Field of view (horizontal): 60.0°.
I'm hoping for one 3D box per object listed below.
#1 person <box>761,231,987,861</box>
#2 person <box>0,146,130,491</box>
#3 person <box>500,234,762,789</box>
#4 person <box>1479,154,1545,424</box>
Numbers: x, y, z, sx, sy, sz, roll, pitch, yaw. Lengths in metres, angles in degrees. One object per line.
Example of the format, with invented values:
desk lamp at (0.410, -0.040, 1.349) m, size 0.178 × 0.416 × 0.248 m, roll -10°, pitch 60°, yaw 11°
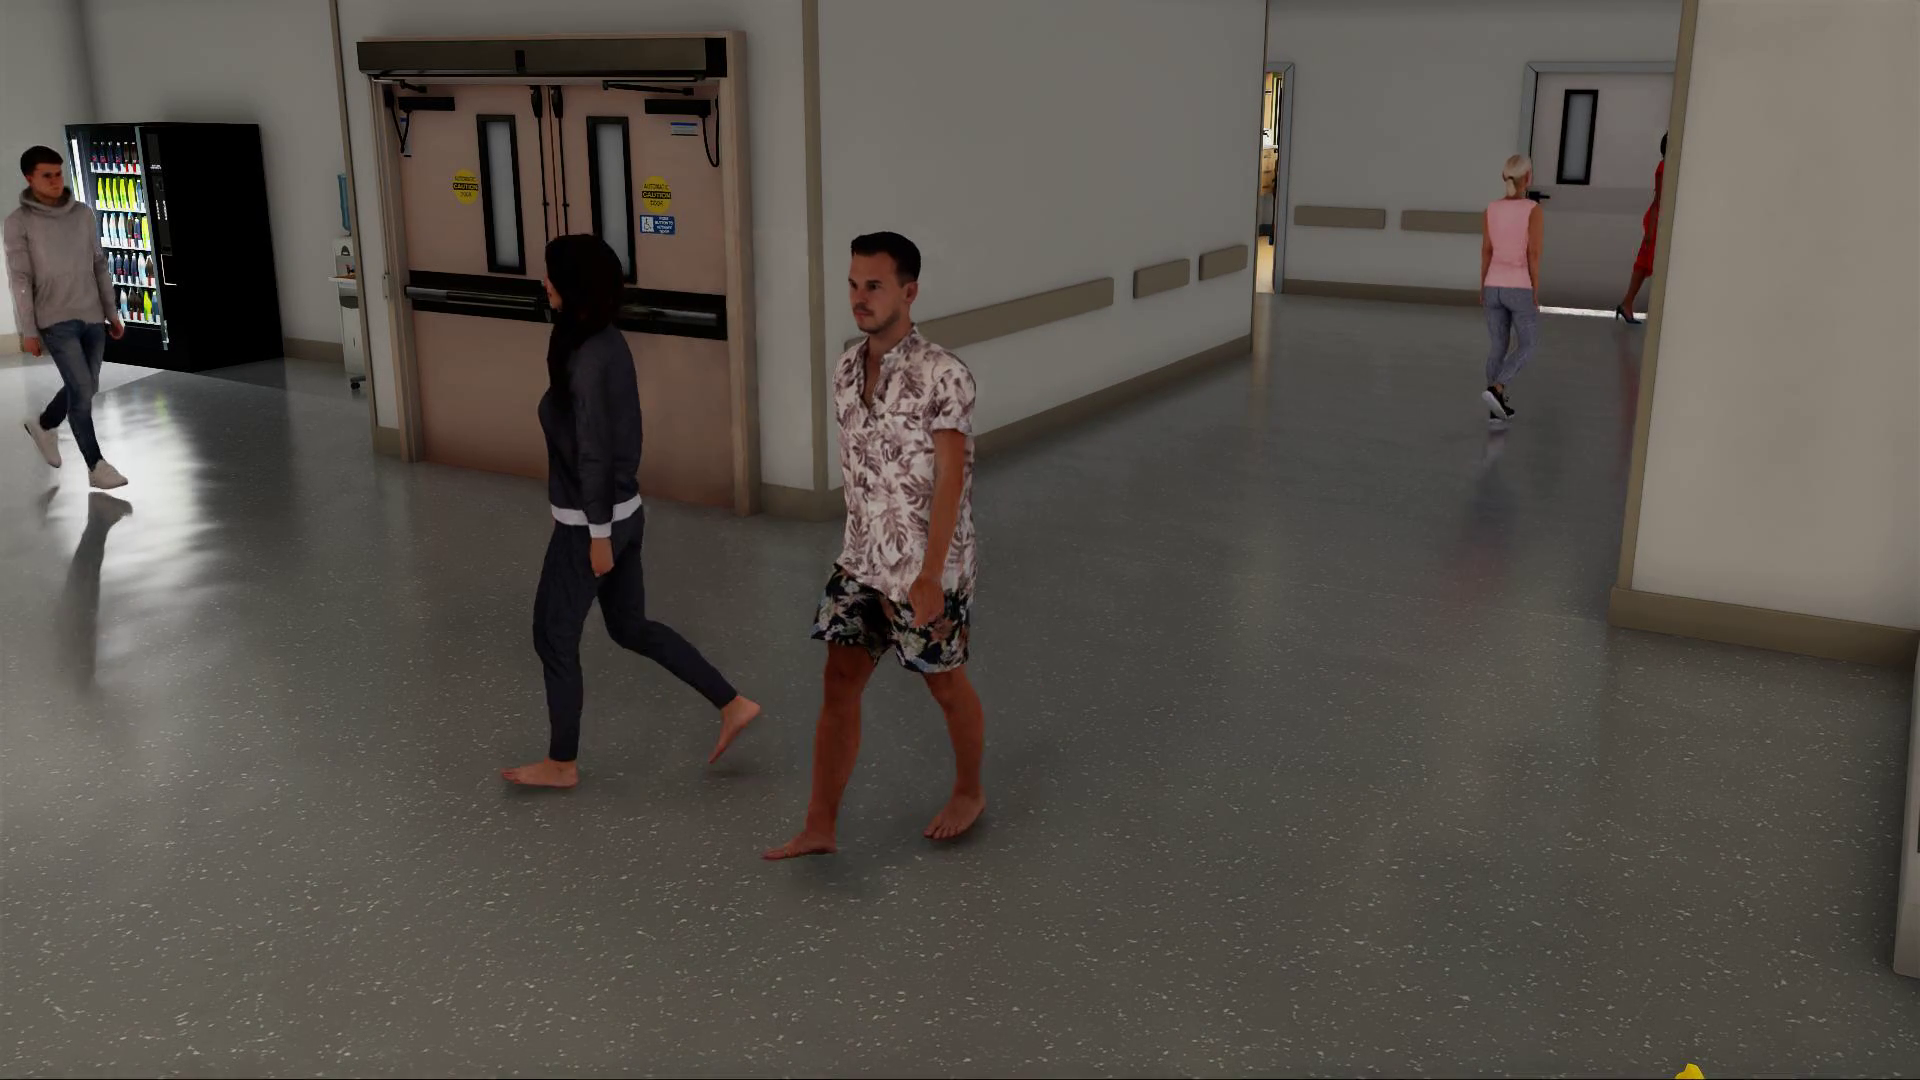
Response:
person at (-0.095, 0.031, 4.798) m, size 0.999 × 1.785 × 0.840 m, roll 11°, pitch 19°, yaw 35°
person at (-4.925, -1.205, 9.097) m, size 1.143 × 1.831 × 0.708 m, roll 8°, pitch 17°, yaw 25°
person at (-1.037, -0.059, 5.191) m, size 1.154 × 1.746 × 0.956 m, roll 0°, pitch 16°, yaw 1°
person at (3.478, -1.573, 10.611) m, size 0.786 × 1.719 × 0.719 m, roll 14°, pitch 21°, yaw 41°
